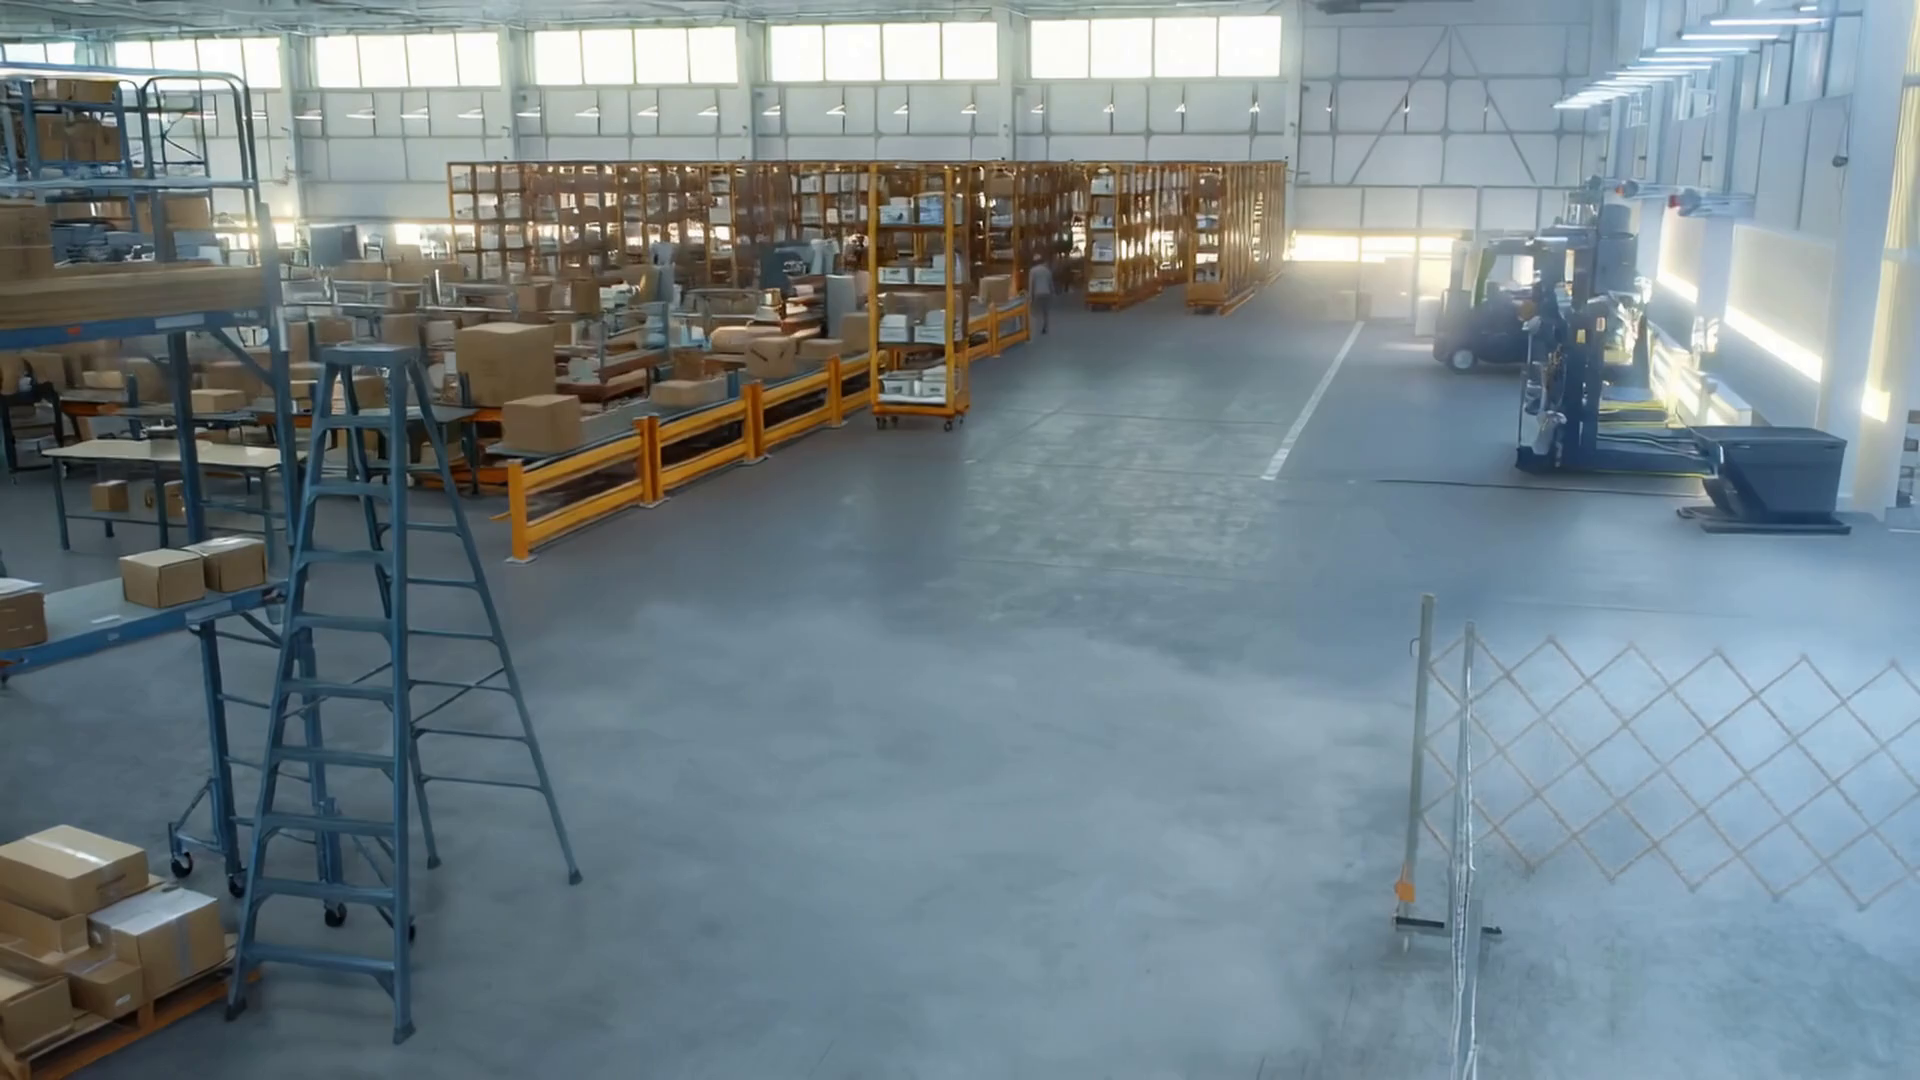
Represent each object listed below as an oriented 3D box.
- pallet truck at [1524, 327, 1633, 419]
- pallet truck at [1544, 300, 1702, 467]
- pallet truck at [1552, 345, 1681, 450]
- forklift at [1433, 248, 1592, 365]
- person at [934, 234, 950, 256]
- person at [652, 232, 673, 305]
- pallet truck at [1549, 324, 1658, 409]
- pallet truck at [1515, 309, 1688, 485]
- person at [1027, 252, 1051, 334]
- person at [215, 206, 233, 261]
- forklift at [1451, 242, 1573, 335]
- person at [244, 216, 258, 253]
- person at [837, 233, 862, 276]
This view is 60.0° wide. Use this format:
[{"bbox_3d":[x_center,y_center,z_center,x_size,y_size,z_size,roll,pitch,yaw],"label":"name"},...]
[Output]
[{"bbox_3d":[9.065,-2.460,24.370,1.522,1.261,0.704,3,13,14],"label":"pallet truck"},{"bbox_3d":[8.263,-1.952,20.631,1.885,1.965,0.823,5,14,20],"label":"pallet truck"},{"bbox_3d":[8.641,-1.896,21.908,1.630,1.274,0.653,4,14,16],"label":"pallet truck"},{"bbox_3d":[9.780,-4.111,29.280,2.680,1.987,1.157,3,13,14],"label":"forklift"},{"bbox_3d":[-0.281,-5.894,37.659,0.755,2.011,0.638,7,15,29],"label":"person"},{"bbox_3d":[-7.572,-6.917,42.409,0.564,1.846,0.392,-9,16,-34],"label":"person"},{"bbox_3d":[9.824,-2.669,25.407,1.601,1.201,0.680,4,14,16],"label":"pallet truck"},{"bbox_3d":[7.554,-1.677,19.446,1.885,1.965,0.823,3,13,14],"label":"pallet truck"},{"bbox_3d":[1.712,-5.245,35.420,0.600,1.734,0.512,-7,15,-28],"label":"person"},{"bbox_3d":[-26.556,-11.065,60.102,0.619,1.948,0.963,-4,14,-17],"label":"person"},{"bbox_3d":[10.464,-4.597,31.405,2.680,1.987,1.157,4,14,16],"label":"forklift"},{"bbox_3d":[-25.866,-11.051,60.782,0.522,1.614,0.770,-9,16,-33],"label":"person"},{"bbox_3d":[-2.859,-7.142,43.534,0.642,1.777,0.792,3,13,14],"label":"person"}]
